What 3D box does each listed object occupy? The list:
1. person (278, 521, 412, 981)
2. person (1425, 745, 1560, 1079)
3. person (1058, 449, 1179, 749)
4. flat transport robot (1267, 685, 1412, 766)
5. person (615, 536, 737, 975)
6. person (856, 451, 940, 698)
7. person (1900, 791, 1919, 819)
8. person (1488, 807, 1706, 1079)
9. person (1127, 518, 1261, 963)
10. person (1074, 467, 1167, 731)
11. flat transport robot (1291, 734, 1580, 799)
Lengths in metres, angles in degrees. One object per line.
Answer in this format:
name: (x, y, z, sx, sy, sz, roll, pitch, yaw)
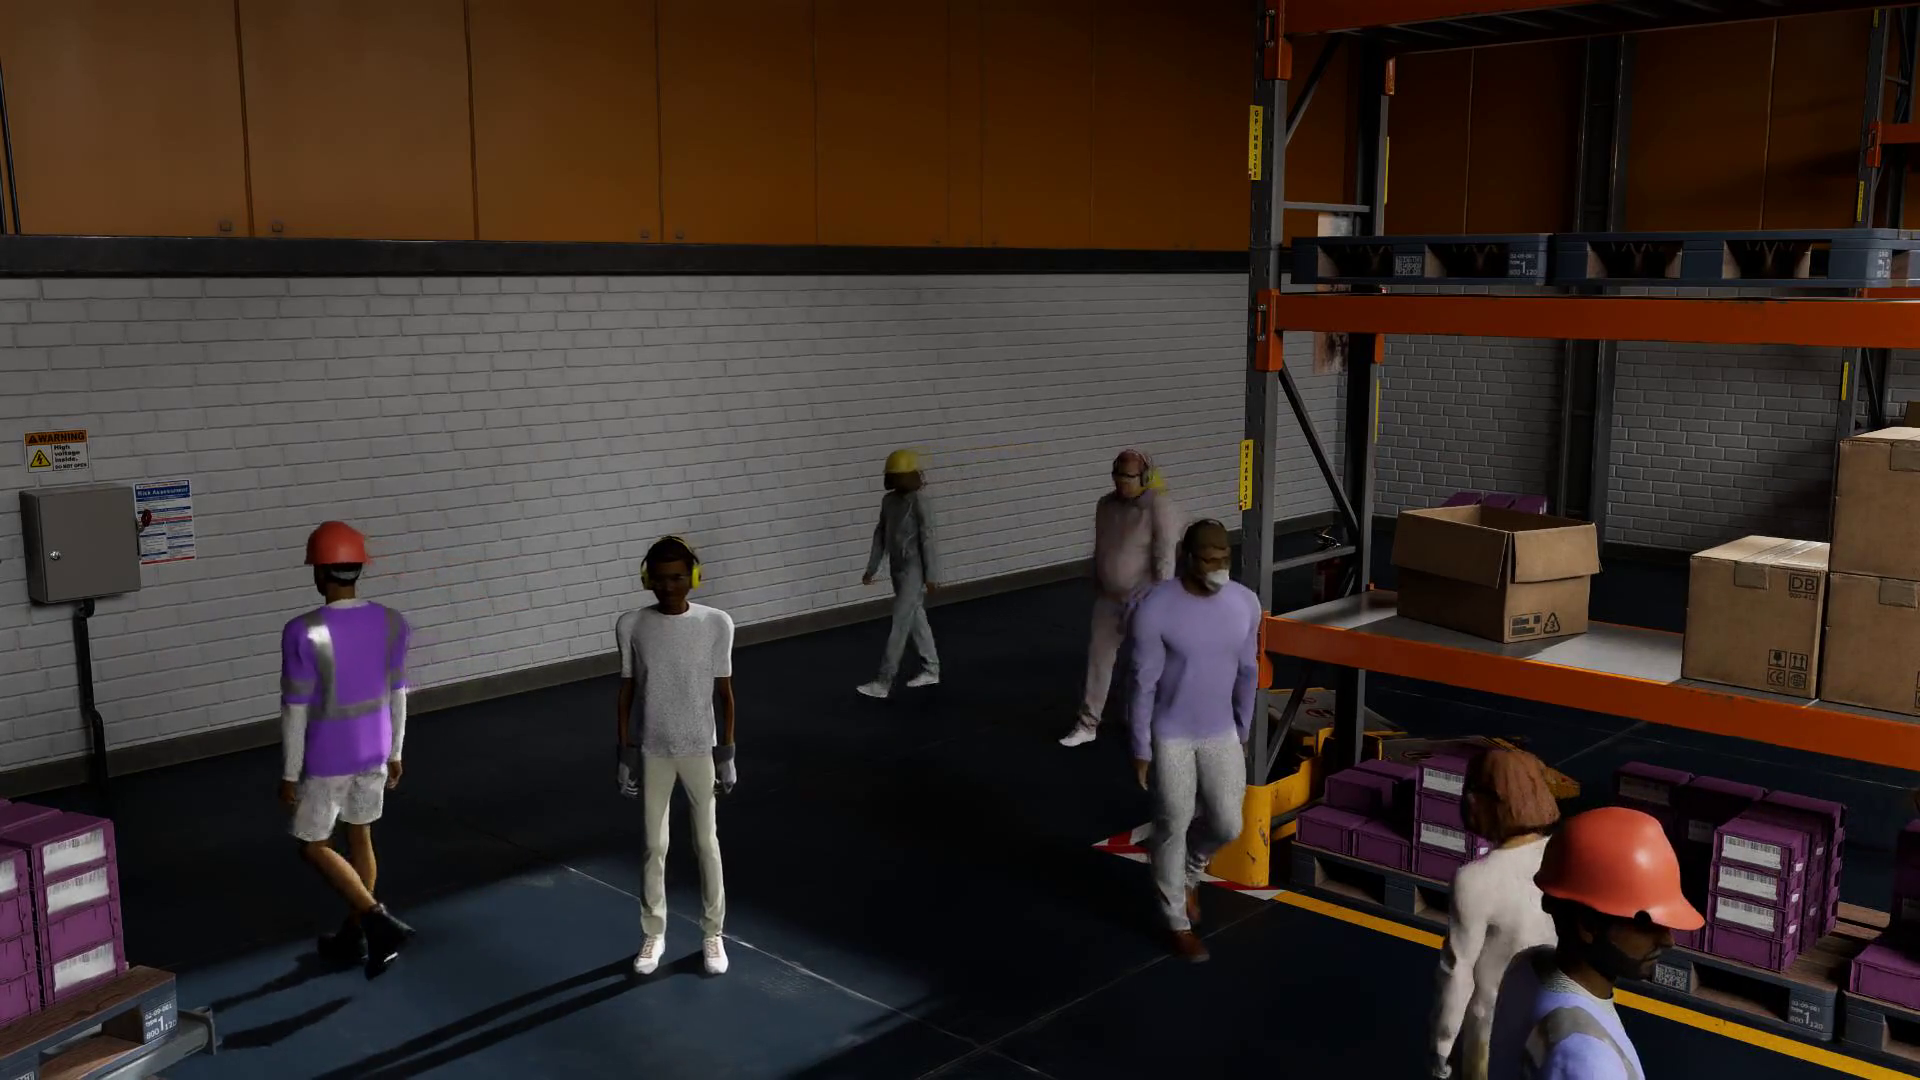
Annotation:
person: (-2.508, 0.881, 6.862, 0.650, 1.923, 0.563, 6, 11, 34)
person: (1.545, 1.376, 4.748, 0.517, 1.615, 0.346, -5, 11, -29)
person: (1.089, 0.348, 10.389, 1.005, 1.857, 0.646, -9, 13, -43)
flat transport robot: (2.213, 1.143, 10.316, 0.652, 0.197, 1.431, -2, 9, -10)
person: (-1.193, 0.900, 6.956, 0.508, 1.860, 0.315, 0, 9, -2)
person: (-0.450, 0.238, 11.508, 0.868, 1.702, 0.505, -6, 11, -35)
person: (5.012, 0.698, 7.989, 0.649, 1.923, 0.636, 6, 11, 31)
person: (1.213, 1.459, 3.288, 0.356, 1.934, 0.553, 1, 9, 7)
person: (0.984, 0.840, 7.124, 0.643, 1.920, 0.492, -3, 10, -19)
person: (1.035, 0.386, 10.520, 0.462, 1.723, 0.555, -7, 11, -36)
flat transport robot: (2.665, 1.299, 9.361, 1.431, 0.197, 0.652, -2, 9, -10)
